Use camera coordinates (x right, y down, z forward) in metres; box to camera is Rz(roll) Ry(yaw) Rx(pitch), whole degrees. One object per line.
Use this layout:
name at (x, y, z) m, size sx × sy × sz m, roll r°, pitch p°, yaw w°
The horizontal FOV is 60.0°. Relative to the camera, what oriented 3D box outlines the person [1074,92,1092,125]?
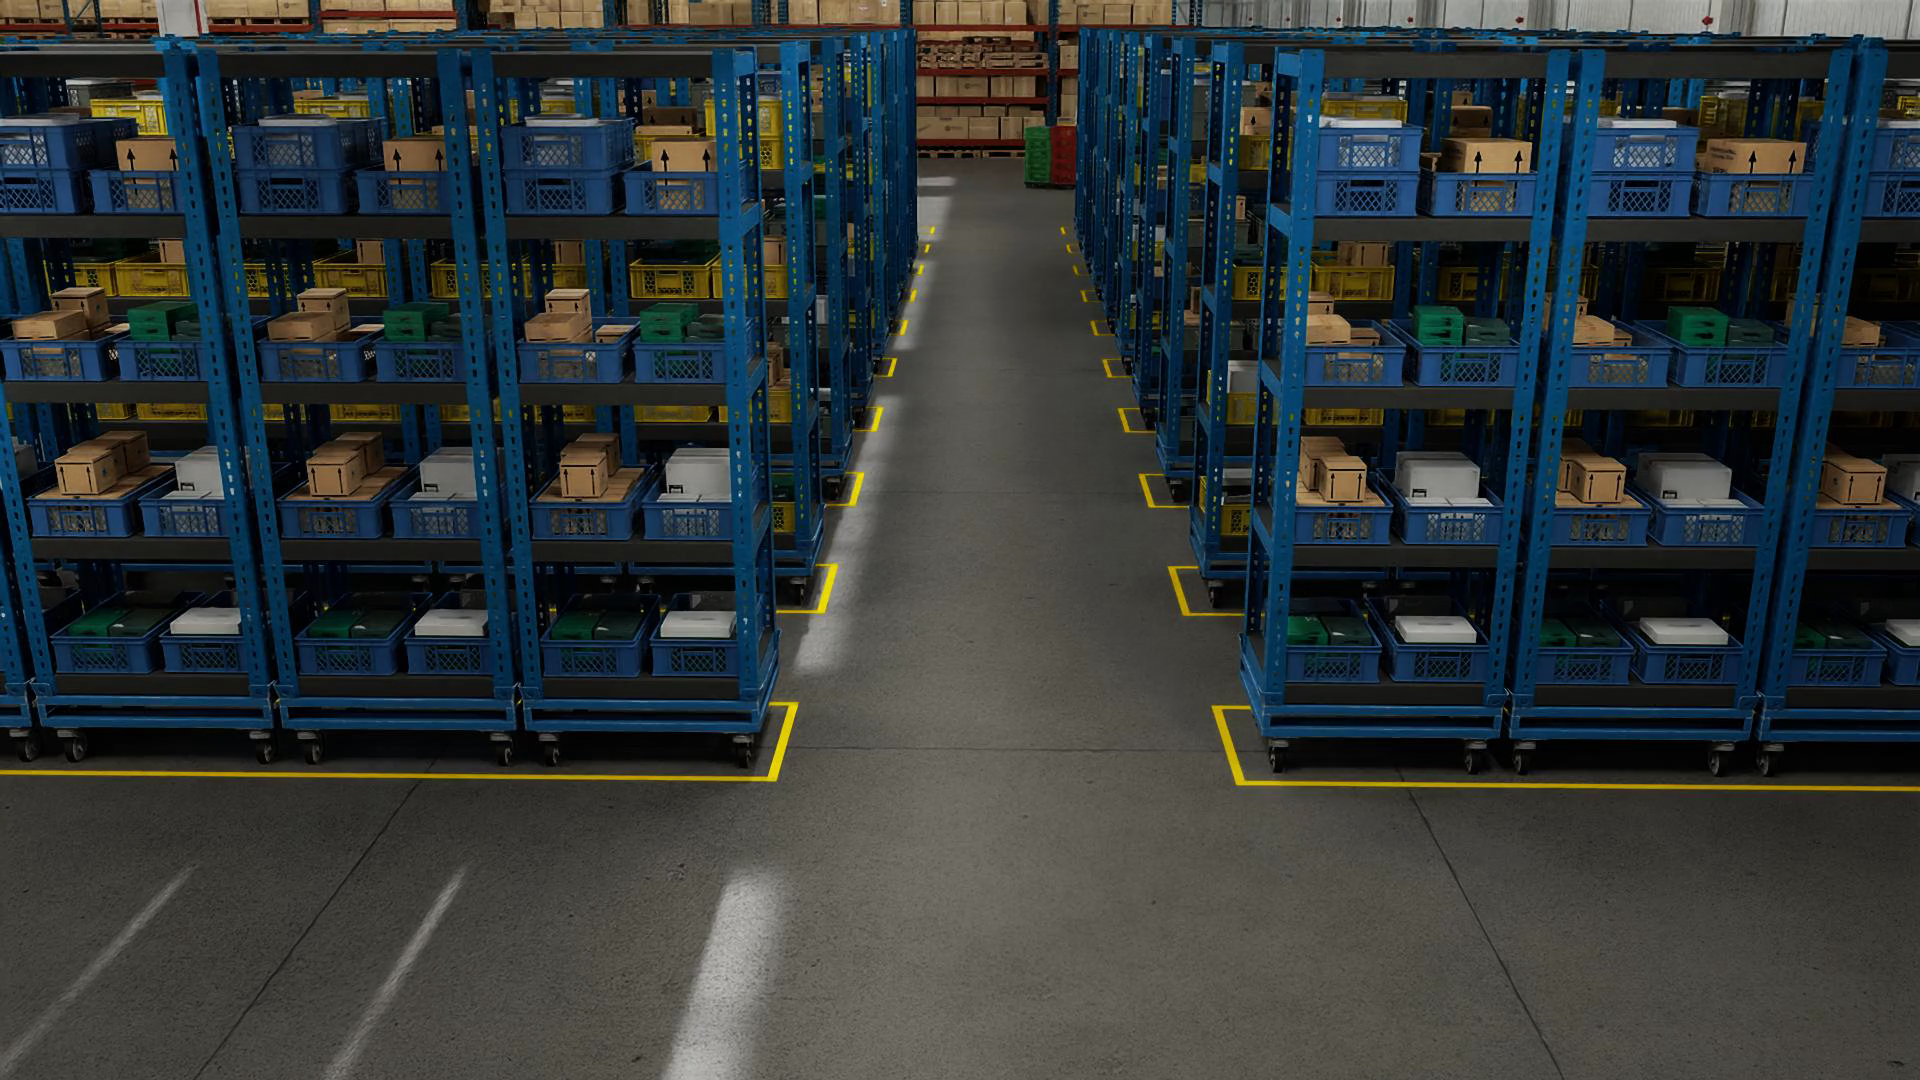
person at (3.162, -10.600, 42.956) m, size 0.394 × 1.945 × 0.614 m, roll -13°, pitch 22°, yaw -36°
